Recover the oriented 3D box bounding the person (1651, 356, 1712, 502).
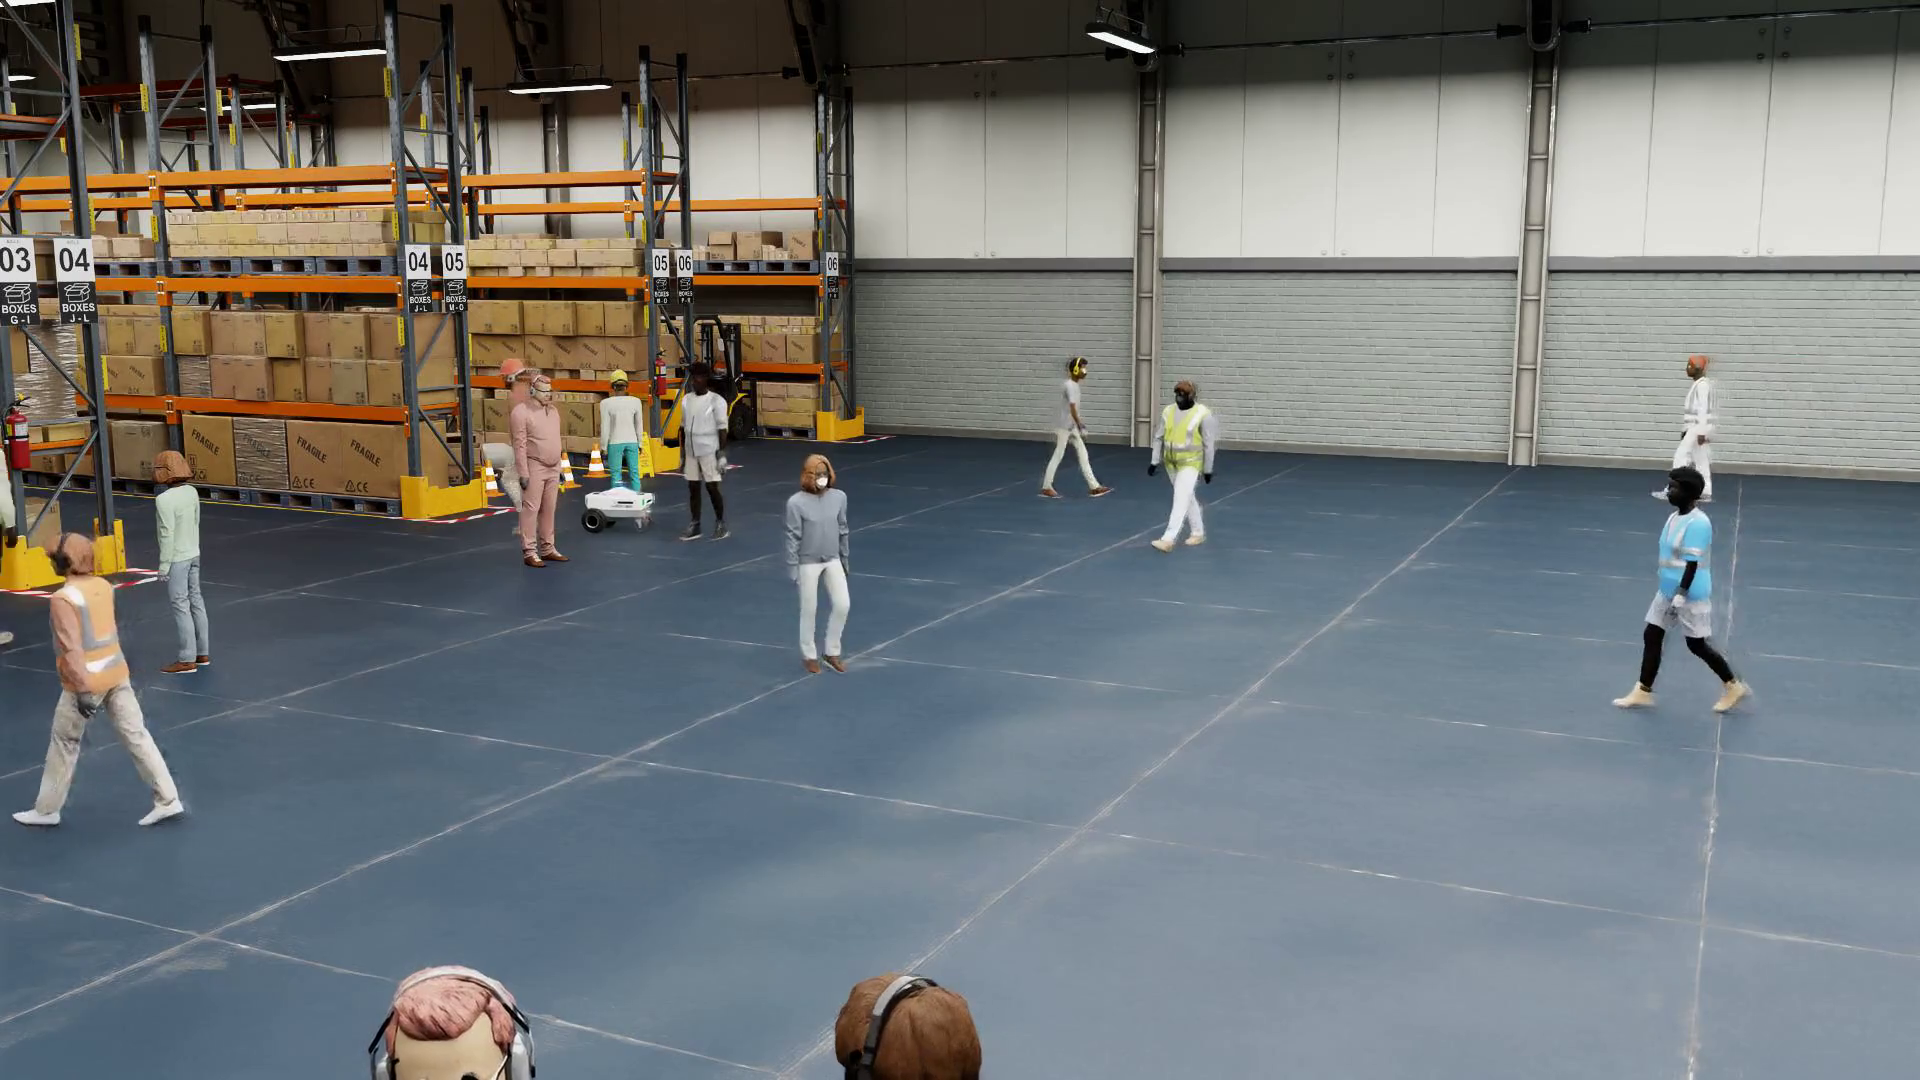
[{"bbox_3d":[9.186,-1.402,21.080,0.842,1.850,0.598,4,10,21],"label":"person"}]

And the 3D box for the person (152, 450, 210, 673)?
[{"bbox_3d":[-5.725,0.157,12.191,0.274,1.632,0.507,0,9,1],"label":"person"}]

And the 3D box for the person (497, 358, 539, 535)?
[{"bbox_3d":[-4.836,-1.017,18.363,0.517,1.966,0.613,2,9,10],"label":"person"}]

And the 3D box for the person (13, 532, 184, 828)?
[{"bbox_3d":[-4.541,0.744,8.738,0.888,1.592,0.521,1,9,5],"label":"person"}]

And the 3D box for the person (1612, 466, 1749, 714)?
[{"bbox_3d":[4.833,0.336,11.007,0.803,1.664,0.533,0,9,-1],"label":"person"}]

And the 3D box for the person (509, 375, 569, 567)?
[{"bbox_3d":[-4.168,-0.692,16.587,0.408,1.903,0.638,4,10,25],"label":"person"}]

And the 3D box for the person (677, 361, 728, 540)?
[{"bbox_3d":[-2.810,-0.970,18.104,0.632,1.968,0.383,5,11,30],"label":"person"}]

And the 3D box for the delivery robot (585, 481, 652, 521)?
[{"bbox_3d":[-3.836,-0.417,18.724,0.707,0.478,0.477,1,9,6],"label":"delivery robot"}]

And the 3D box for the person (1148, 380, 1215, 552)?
[{"bbox_3d":[2.336,-0.785,17.512,0.981,1.791,0.617,-8,12,-41],"label":"person"}]

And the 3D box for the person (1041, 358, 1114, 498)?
[{"bbox_3d":[1.493,-1.421,21.335,0.989,1.809,0.513,4,10,21],"label":"person"}]

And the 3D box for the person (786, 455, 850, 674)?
[{"bbox_3d":[-1.001,0.191,12.041,0.523,1.614,0.515,-5,11,-30],"label":"person"}]

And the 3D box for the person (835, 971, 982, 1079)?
[{"bbox_3d":[-0.067,1.596,2.743,0.429,1.839,0.634,5,11,30],"label":"person"}]

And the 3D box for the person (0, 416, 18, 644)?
[{"bbox_3d":[-7.647,-0.150,13.018,0.657,1.973,0.448,3,10,18],"label":"person"}]

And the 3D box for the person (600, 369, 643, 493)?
[{"bbox_3d":[-4.010,-1.132,19.696,0.533,1.767,0.327,-6,11,-32],"label":"person"}]

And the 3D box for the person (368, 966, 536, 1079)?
[{"bbox_3d":[-0.763,1.581,2.628,0.651,1.906,0.403,-3,10,-20],"label":"person"}]
